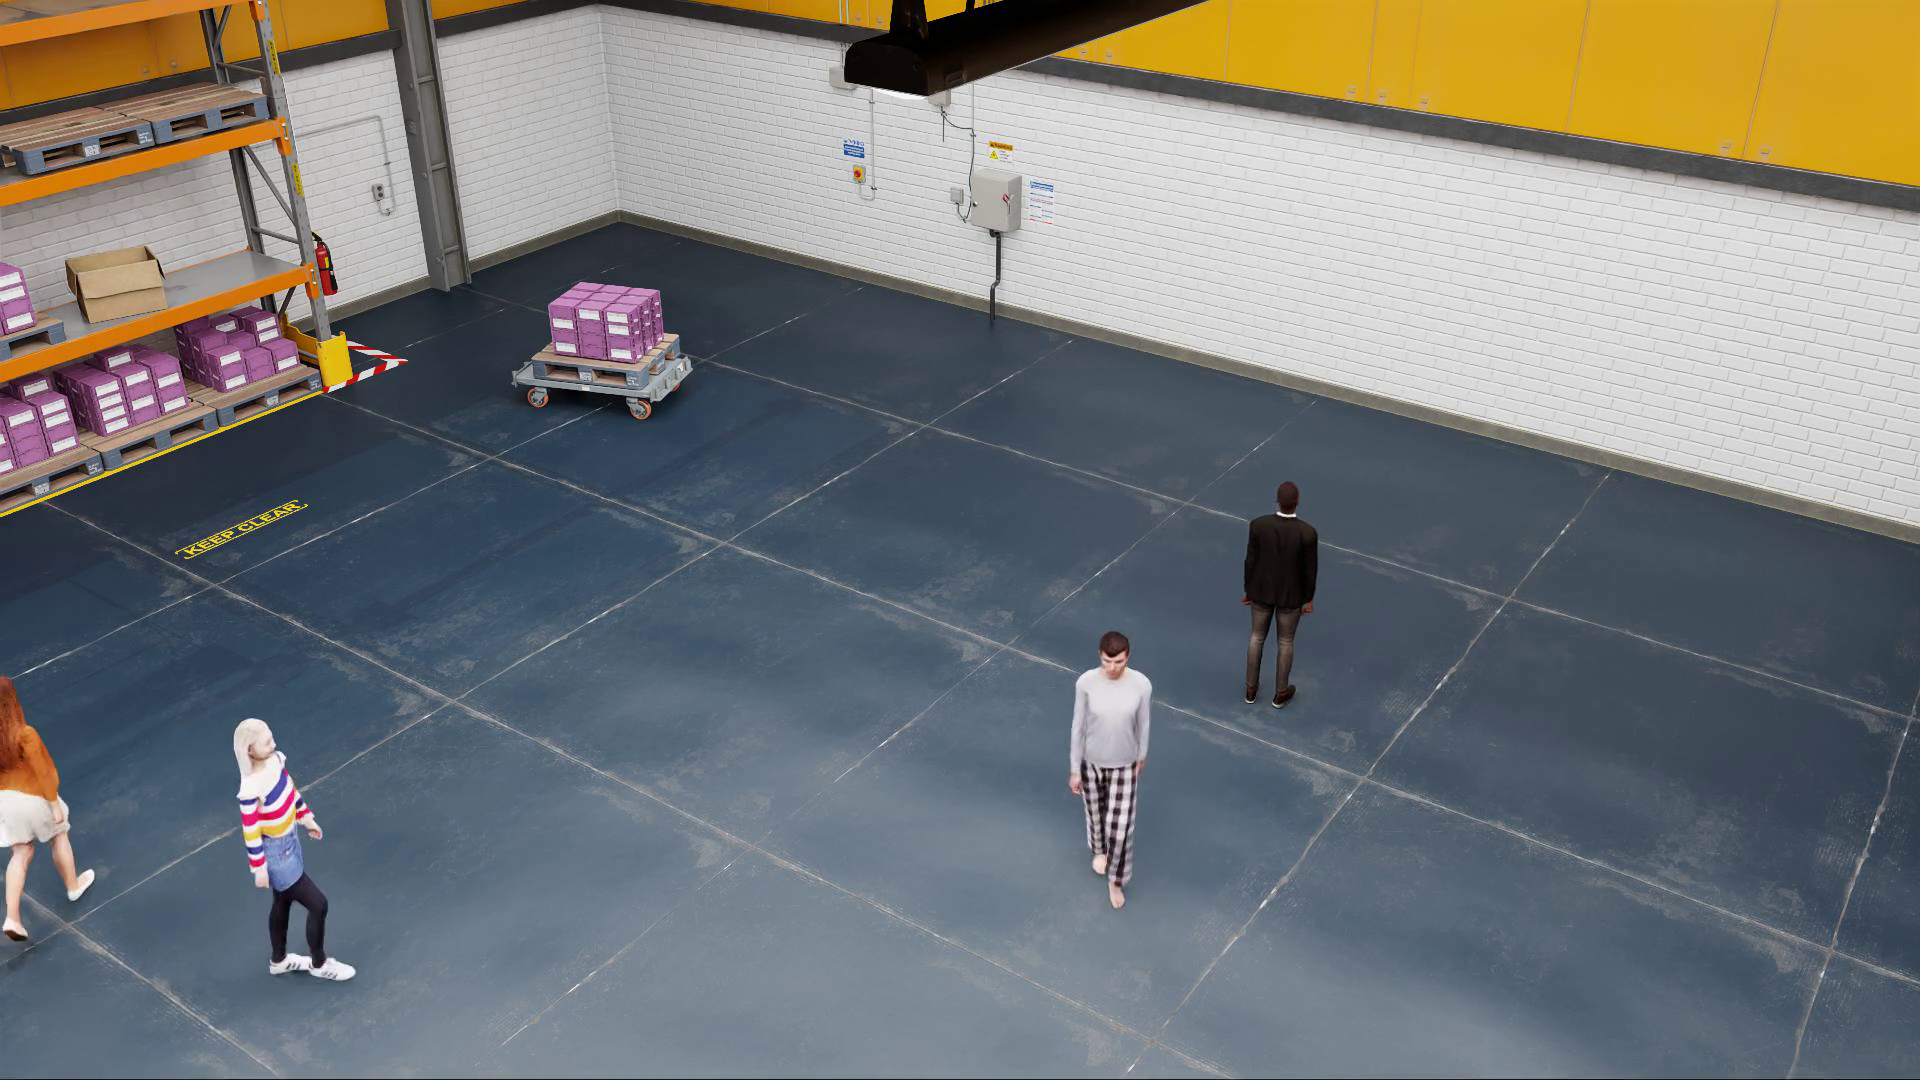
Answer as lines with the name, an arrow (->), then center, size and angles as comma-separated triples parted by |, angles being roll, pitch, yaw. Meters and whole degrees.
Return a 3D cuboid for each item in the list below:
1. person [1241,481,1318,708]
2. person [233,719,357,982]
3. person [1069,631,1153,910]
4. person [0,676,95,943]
person -> 2.294, 0.389, 12.016 | 0.727, 1.800, 0.645 | 12, 31, 21
person -> -3.969, 1.781, 9.475 | 0.917, 1.791, 0.859 | -4, 29, -7
person -> 0.920, 1.305, 10.307 | 0.836, 1.829, 0.975 | 5, 29, 9
person -> -5.605, 1.611, 9.885 | 0.972, 1.696, 1.118 | 1, 29, 1
